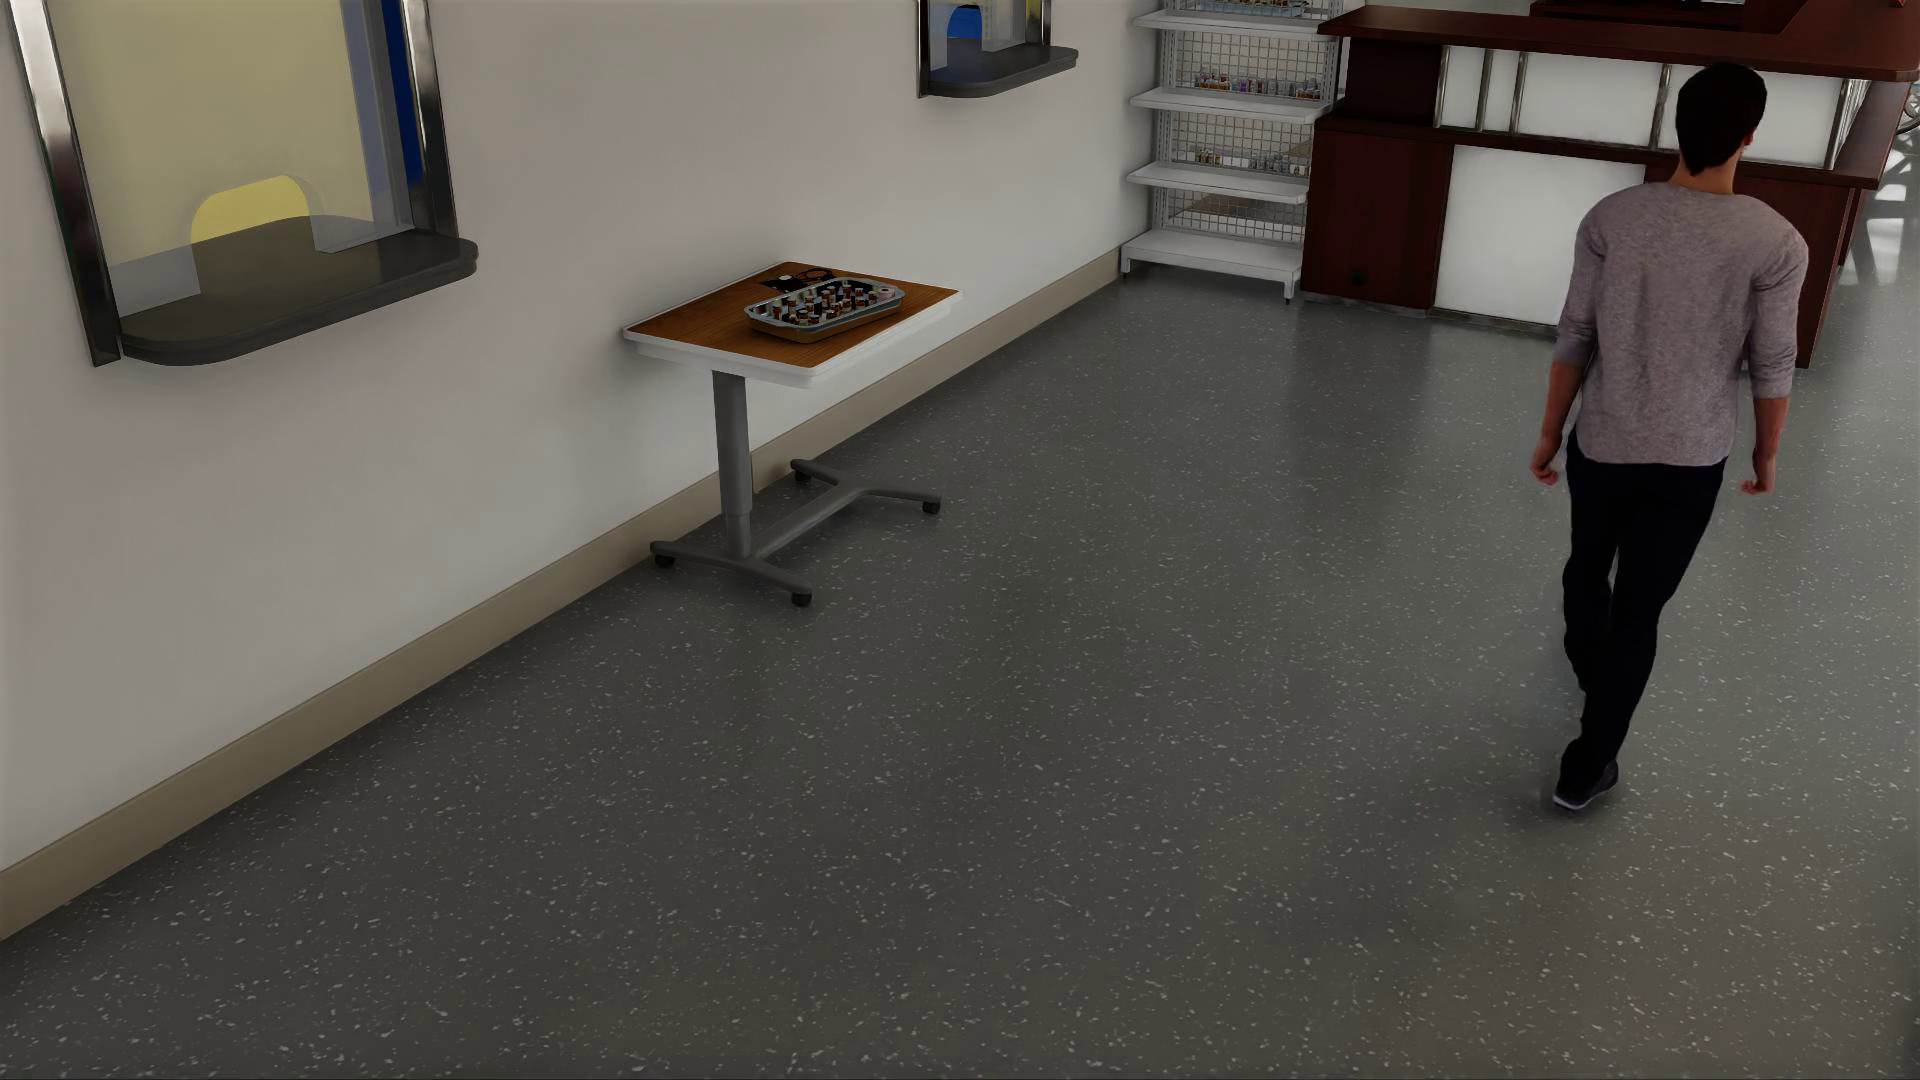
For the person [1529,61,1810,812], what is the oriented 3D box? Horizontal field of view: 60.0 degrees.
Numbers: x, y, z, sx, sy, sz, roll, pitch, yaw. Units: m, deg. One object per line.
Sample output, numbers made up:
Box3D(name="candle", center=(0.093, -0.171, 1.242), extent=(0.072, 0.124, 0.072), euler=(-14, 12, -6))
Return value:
Box3D(name="person", center=(1.625, -0.181, 4.009), extent=(1.025, 1.810, 0.817), euler=(18, 31, 32))
